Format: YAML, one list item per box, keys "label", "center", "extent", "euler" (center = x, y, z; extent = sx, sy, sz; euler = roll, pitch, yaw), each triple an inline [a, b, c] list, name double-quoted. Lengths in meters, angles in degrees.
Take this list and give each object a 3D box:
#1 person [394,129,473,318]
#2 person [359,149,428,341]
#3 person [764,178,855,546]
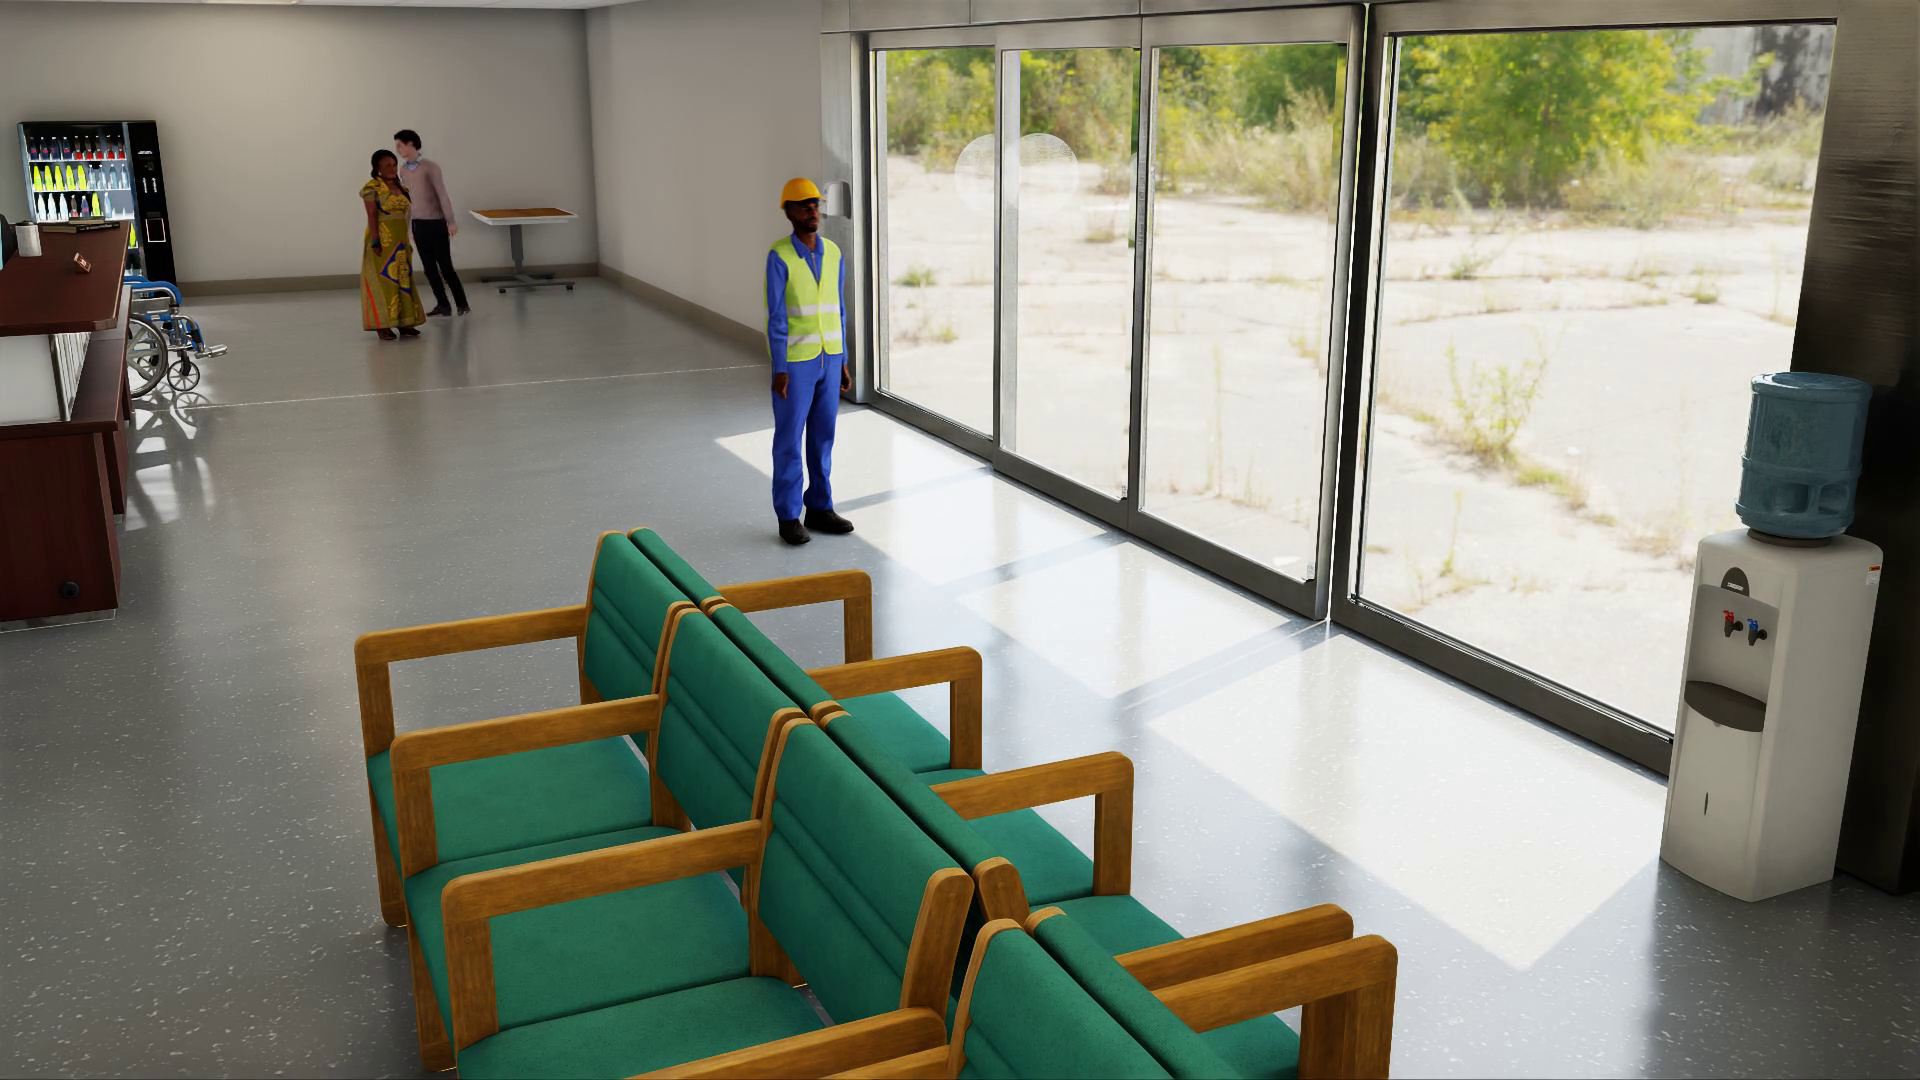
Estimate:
- label: "person"
  center: [-5.017, -2.995, 15.887]
  extent: [0.879, 1.772, 0.912]
  euler: [3, 16, 11]
- label: "person"
  center: [-5.102, -2.650, 14.871]
  extent: [1.067, 1.660, 0.988]
  euler: [7, 17, 24]
- label: "person"
  center: [-0.774, -0.911, 8.419]
  extent: [0.643, 1.813, 0.794]
  euler: [-15, 21, -42]
